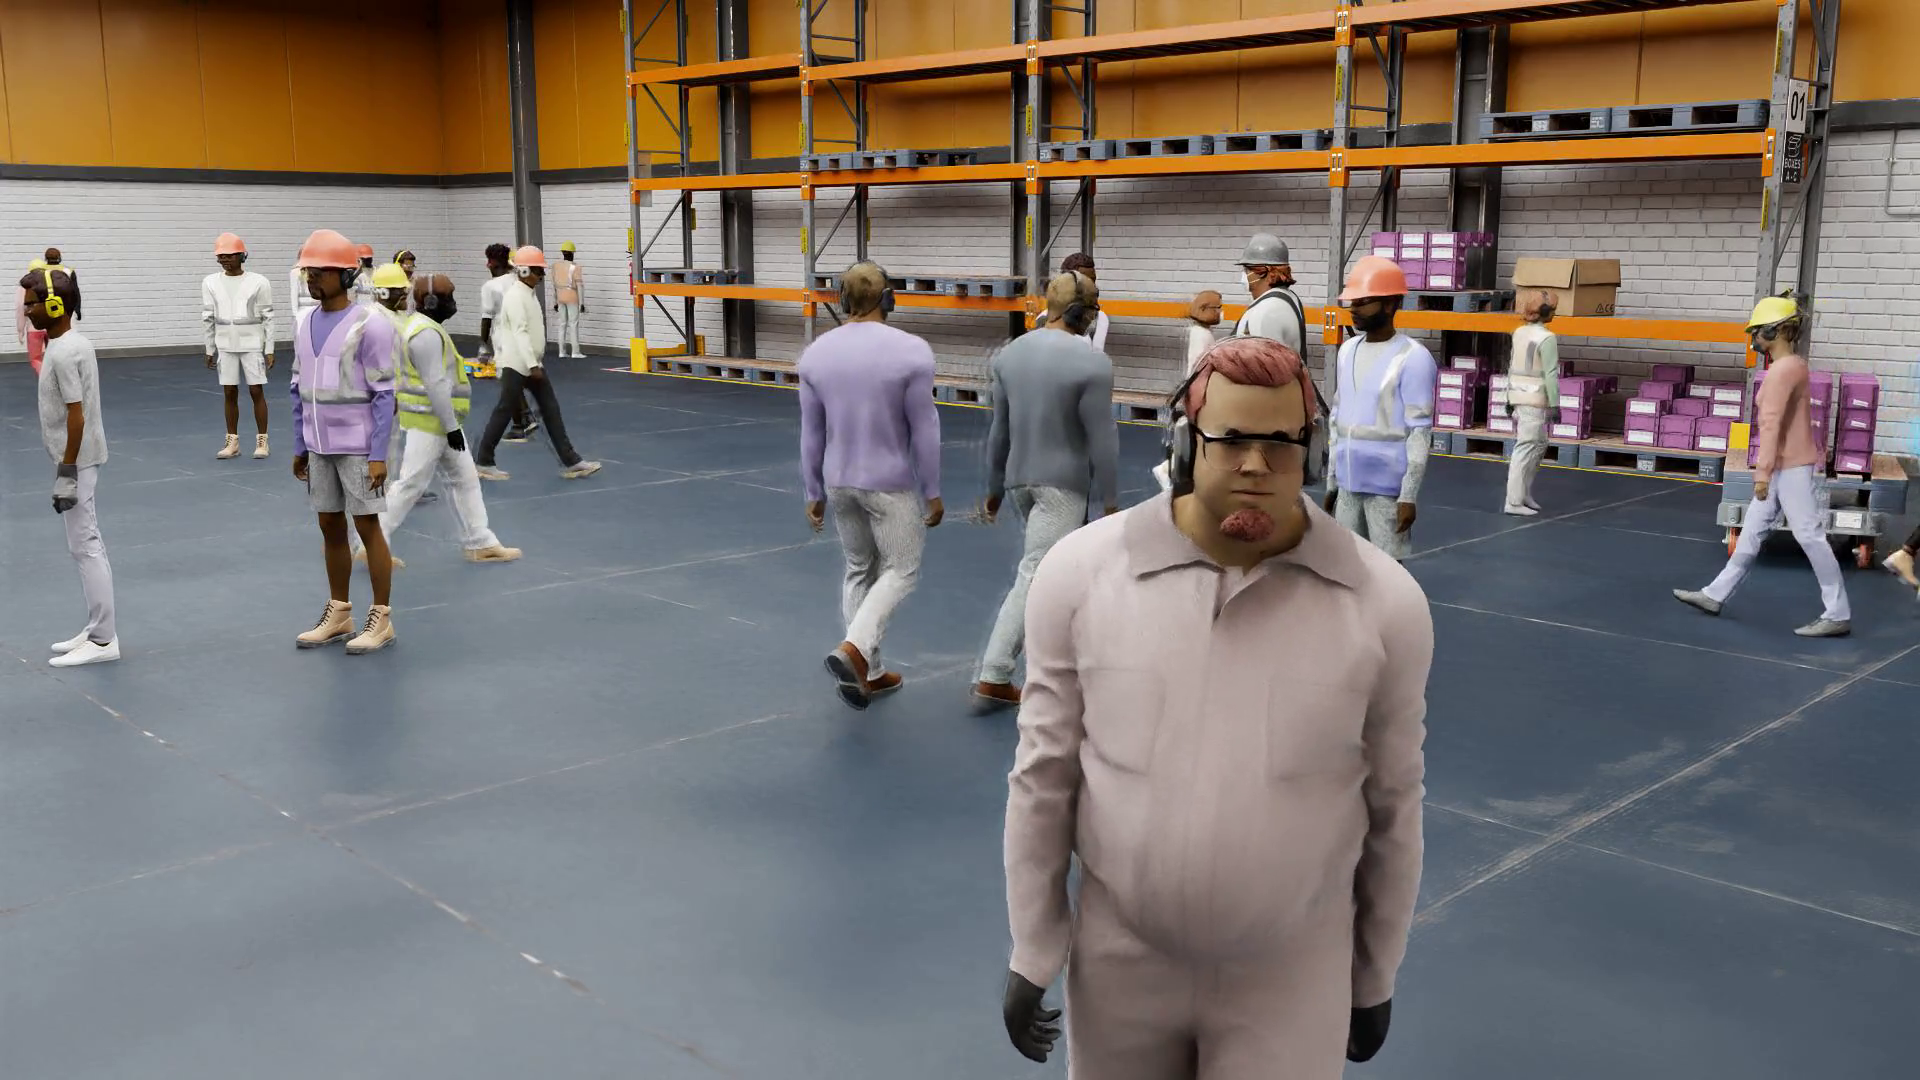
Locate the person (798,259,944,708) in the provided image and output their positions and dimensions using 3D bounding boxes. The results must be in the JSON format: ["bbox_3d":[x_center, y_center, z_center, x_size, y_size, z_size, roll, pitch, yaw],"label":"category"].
[{"bbox_3d":[-0.412,-0.212,7.025,0.632,1.924,0.666,5,12,26],"label":"person"}]

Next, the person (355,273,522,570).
[{"bbox_3d":[-3.236,-0.709,10.094,0.957,1.803,0.621,-2,11,-13],"label":"person"}]

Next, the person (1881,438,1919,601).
[{"bbox_3d":[5.445,-0.463,9.060,0.413,1.669,0.569,2,11,11],"label":"person"}]

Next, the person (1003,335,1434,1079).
[{"bbox_3d":[0.401,0.611,2.642,0.638,1.881,0.858,2,11,13],"label":"person"}]

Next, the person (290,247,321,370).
[{"bbox_3d":[-9.470,-3.318,24.162,0.605,1.846,0.896,-10,14,-42],"label":"person"}]

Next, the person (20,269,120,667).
[{"bbox_3d":[-4.216,-0.337,7.872,0.328,1.864,0.509,-5,11,-24],"label":"person"}]

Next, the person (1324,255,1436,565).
[{"bbox_3d":[1.770,-0.253,7.206,0.371,1.935,0.551,-6,12,-29],"label":"person"}]

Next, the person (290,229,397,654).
[{"bbox_3d":[-3.011,-0.468,8.078,0.608,2.048,0.365,5,11,25],"label":"person"}]

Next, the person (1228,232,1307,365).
[{"bbox_3d":[1.741,-0.767,9.726,0.536,2.000,0.681,4,11,21],"label":"person"}]

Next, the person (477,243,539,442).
[{"bbox_3d":[-4.442,-1.924,16.284,0.444,1.943,0.595,4,11,22],"label":"person"}]

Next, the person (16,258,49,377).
[{"bbox_3d":[-11.101,-2.534,20.153,0.532,1.744,0.620,-8,13,-38],"label":"person"}]

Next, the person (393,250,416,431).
[{"bbox_3d":[-5.769,-2.071,17.324,0.327,1.865,0.521,1,10,3],"label":"person"}]

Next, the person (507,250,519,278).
[{"bbox_3d":[-7.351,-3.940,27.772,0.406,1.779,0.687,1,10,7],"label":"person"}]

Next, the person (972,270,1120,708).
[{"bbox_3d":[0.397,-0.227,7.253,1.056,1.879,0.659,-10,14,-42],"label":"person"}]

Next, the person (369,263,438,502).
[{"bbox_3d":[-4.143,-1.136,12.359,0.566,1.810,0.618,0,10,2],"label":"person"}]

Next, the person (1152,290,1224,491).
[{"bbox_3d":[1.747,-1.049,12.402,0.487,1.620,0.511,1,10,5],"label":"person"}]

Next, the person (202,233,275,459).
[{"bbox_3d":[-6.518,-1.742,15.034,0.612,2.041,0.394,-1,10,-4],"label":"person"}]

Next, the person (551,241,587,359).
[{"bbox_3d":[-6.426,-3.941,27.346,0.593,1.924,0.381,4,11,22],"label":"person"}]

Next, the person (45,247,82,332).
[{"bbox_3d":[-13.360,-3.403,24.652,0.633,1.839,0.429,-3,11,-16],"label":"person"}]

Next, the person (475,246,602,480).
[{"bbox_3d":[-3.575,-1.445,13.727,1.045,1.941,0.629,1,10,6],"label":"person"}]

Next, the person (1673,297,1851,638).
[{"bbox_3d":[4.178,-0.384,8.542,0.918,1.694,0.594,7,13,34],"label":"person"}]

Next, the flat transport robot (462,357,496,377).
[{"bbox_3d":[-6.847,-2.504,24.030,0.652,0.197,1.431,-7,13,-35],"label":"flat transport robot"}]

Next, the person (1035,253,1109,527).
[{"bbox_3d":[0.676,-0.750,9.967,0.379,1.917,0.597,9,14,41],"label":"person"}]

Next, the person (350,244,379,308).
[{"bbox_3d":[-9.442,-3.754,26.475,1.020,1.877,0.590,10,14,44],"label":"person"}]

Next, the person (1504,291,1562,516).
[{"bbox_3d":[4.161,-0.976,11.983,0.476,1.622,0.537,-1,10,-5],"label":"person"}]
